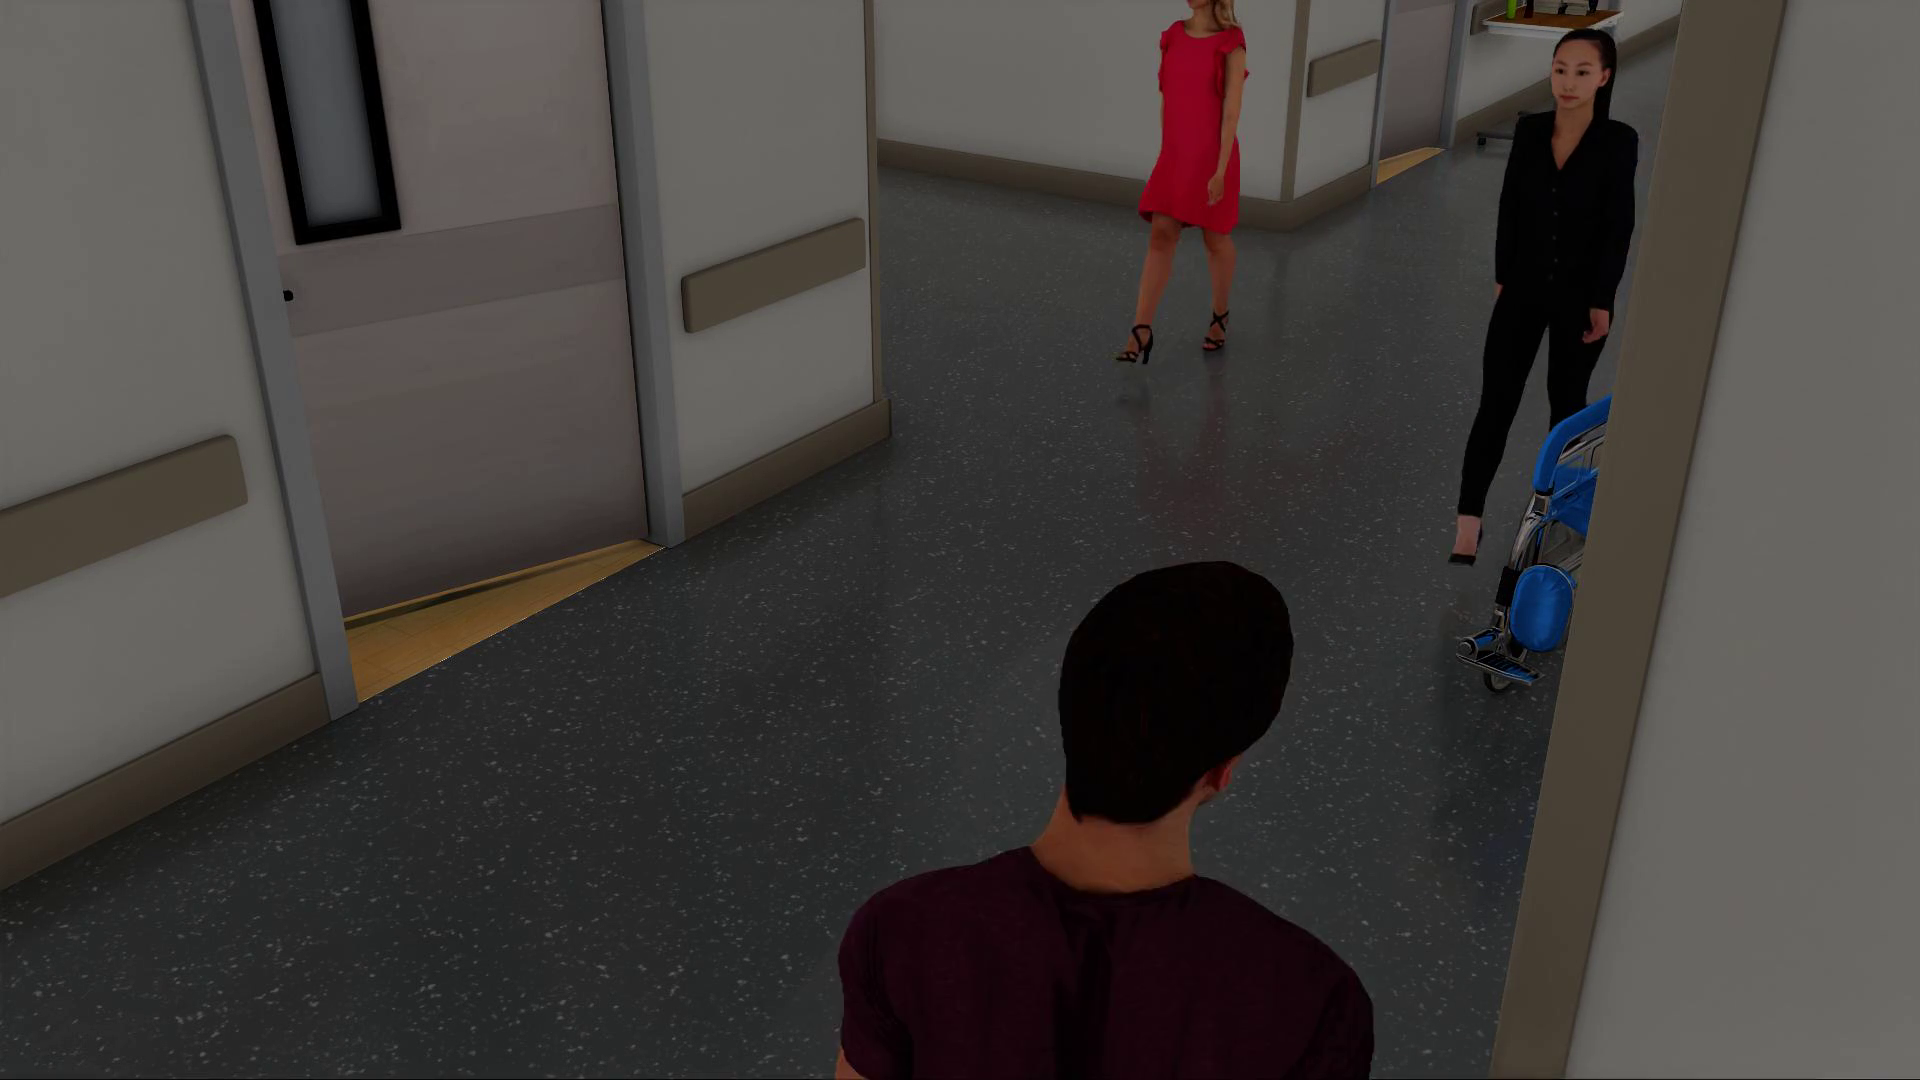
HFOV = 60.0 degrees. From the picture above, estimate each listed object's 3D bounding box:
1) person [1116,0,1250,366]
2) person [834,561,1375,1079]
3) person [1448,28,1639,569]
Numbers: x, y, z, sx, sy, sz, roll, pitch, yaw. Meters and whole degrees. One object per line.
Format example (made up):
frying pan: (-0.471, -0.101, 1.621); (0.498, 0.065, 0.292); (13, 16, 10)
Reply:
person: (1.062, -1.591, 7.032); (0.604, 1.696, 0.959); (18, 31, 33)
person: (0.105, 0.942, 1.668); (1.061, 1.791, 1.218); (2, 26, 4)
person: (1.922, -0.745, 5.316); (0.584, 1.661, 1.004); (16, 30, 30)
